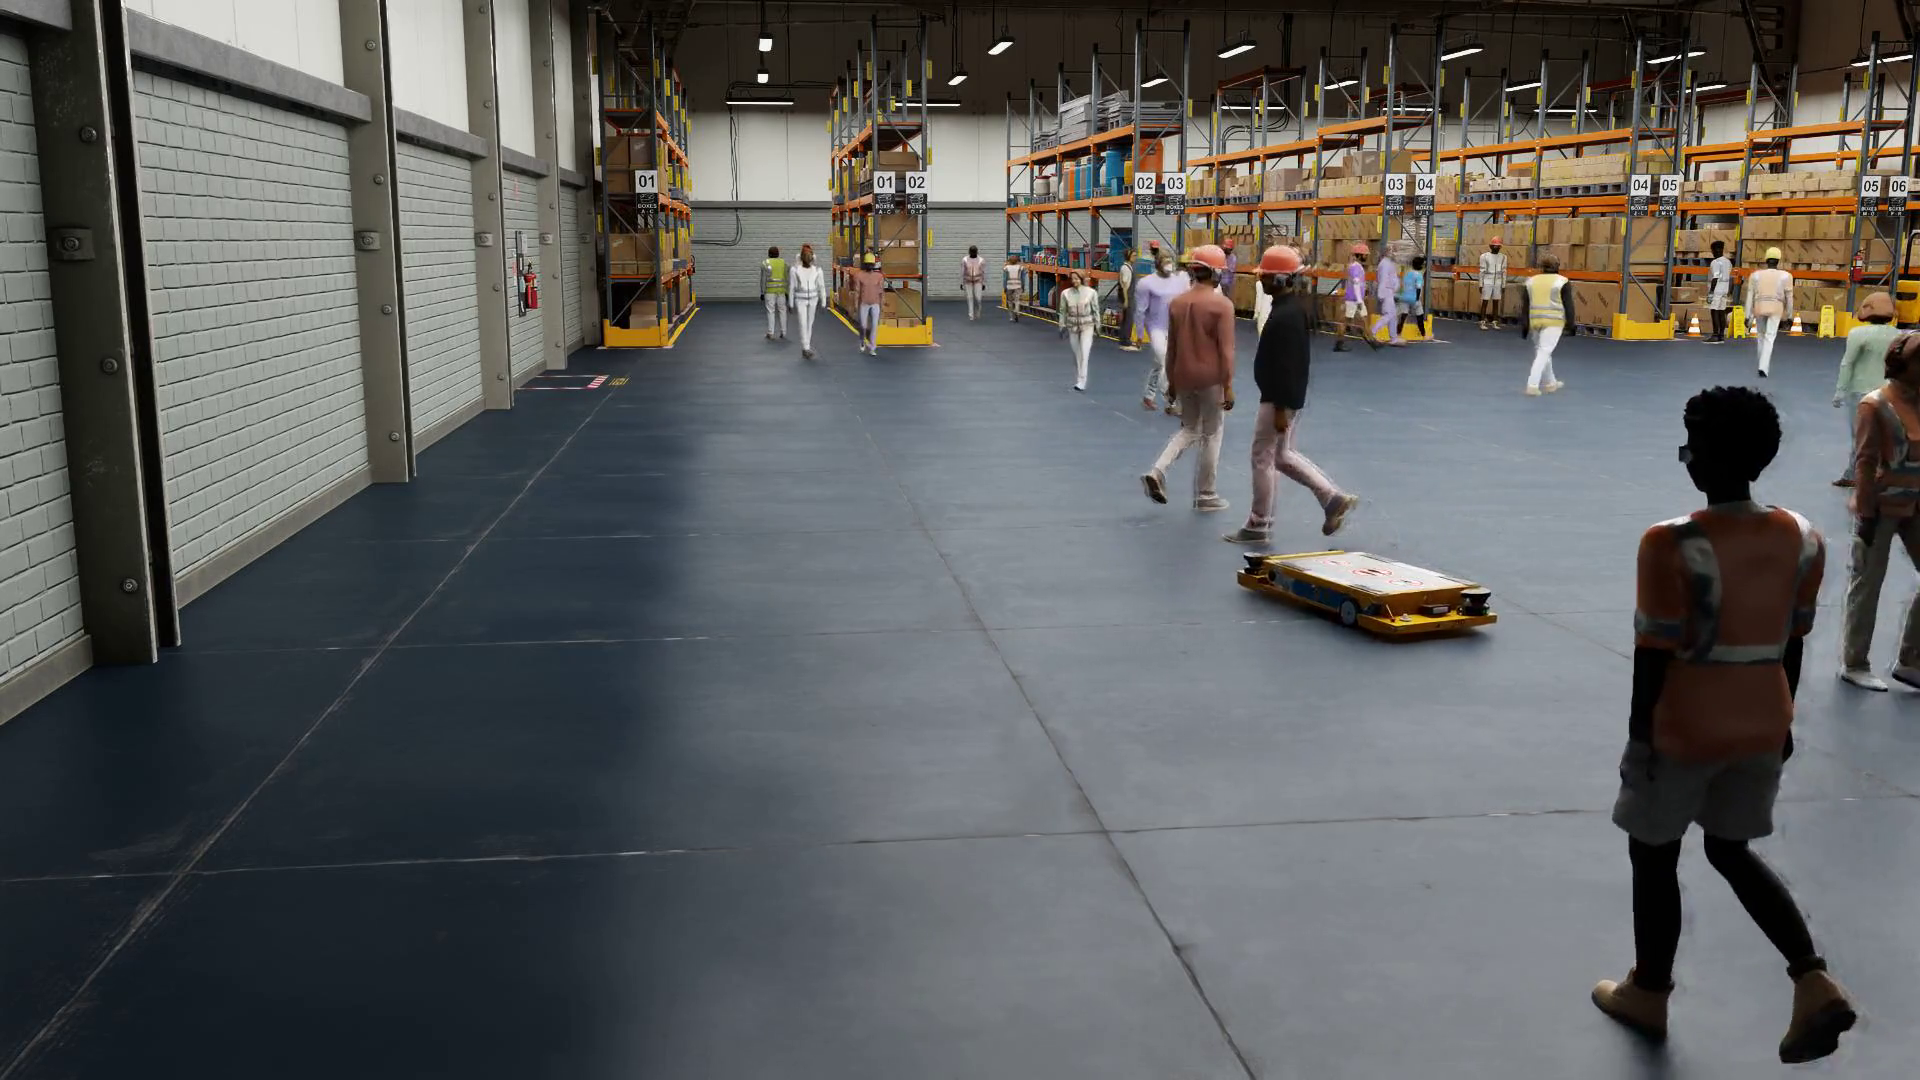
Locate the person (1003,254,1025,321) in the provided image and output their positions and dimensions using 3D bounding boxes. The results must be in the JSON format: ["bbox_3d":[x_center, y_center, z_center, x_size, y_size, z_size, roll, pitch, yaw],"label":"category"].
[{"bbox_3d":[1.282,-6.020,39.742,0.515,1.616,0.631,1,10,5],"label":"person"}]

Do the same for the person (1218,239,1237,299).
[{"bbox_3d":[6.067,-5.966,38.477,0.934,1.973,0.697,-10,14,-42],"label":"person"}]

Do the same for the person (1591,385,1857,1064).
[{"bbox_3d":[1.862,0.467,4.026,0.535,1.679,0.602,-4,11,-19],"label":"person"}]

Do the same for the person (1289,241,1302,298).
[{"bbox_3d":[7.144,-5.471,35.900,0.625,1.934,0.364,-7,13,-35],"label":"person"}]

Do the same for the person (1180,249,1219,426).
[{"bbox_3d":[2.511,-2.132,17.685,0.444,1.890,0.652,3,11,16],"label":"person"}]

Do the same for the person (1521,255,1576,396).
[{"bbox_3d":[7.565,-2.752,21.383,0.978,1.795,0.620,-8,13,-37],"label":"person"}]

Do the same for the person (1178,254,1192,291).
[{"bbox_3d":[4.049,-4.387,30.519,0.894,1.723,0.537,4,11,20],"label":"person"}]

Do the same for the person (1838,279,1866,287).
[{"bbox_3d":[19.680,-5.549,36.608,0.543,1.830,0.915,0,10,-2],"label":"person"}]

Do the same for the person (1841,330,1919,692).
[{"bbox_3d":[4.172,-0.107,7.313,0.547,1.619,0.551,-3,11,-17],"label":"person"}]

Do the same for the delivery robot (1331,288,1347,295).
[{"bbox_3d":[11.389,-7.322,49.552,0.707,0.478,0.477,3,11,14],"label":"delivery robot"}]

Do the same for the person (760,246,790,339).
[{"bbox_3d":[-3.711,-4.951,33.284,0.634,1.840,0.429,-6,12,-30],"label":"person"}]

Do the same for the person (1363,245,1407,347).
[{"bbox_3d":[7.882,-4.479,30.612,0.834,1.873,0.694,2,10,10],"label":"person"}]

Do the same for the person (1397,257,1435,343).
[{"bbox_3d":[8.688,-4.574,31.724,0.882,1.633,0.530,-5,11,-25],"label":"person"}]

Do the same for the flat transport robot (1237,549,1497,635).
[{"bbox_3d":[2.178,0.255,9.050,0.652,0.197,1.431,-5,11,-23],"label":"flat transport robot"}]

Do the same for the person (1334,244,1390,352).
[{"bbox_3d":[7.079,-4.243,29.244,0.981,1.890,0.572,4,11,22],"label":"person"}]

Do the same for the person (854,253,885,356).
[{"bbox_3d":[-1.555,-4.039,28.504,0.543,1.751,0.434,-3,11,-14],"label":"person"}]

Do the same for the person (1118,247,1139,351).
[{"bbox_3d":[3.013,-4.280,29.591,0.400,1.837,0.524,2,10,10],"label":"person"}]

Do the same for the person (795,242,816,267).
[{"bbox_3d":[-4.378,-7.469,47.006,0.615,1.867,0.441,2,10,8],"label":"person"}]

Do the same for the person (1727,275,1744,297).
[{"bbox_3d":[20.928,-7.108,44.904,0.585,1.920,0.391,-1,10,-7],"label":"person"}]

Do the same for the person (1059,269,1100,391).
[{"bbox_3d":[1.558,-2.757,21.906,0.525,1.587,0.843,4,11,20],"label":"person"}]

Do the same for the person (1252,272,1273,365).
[{"bbox_3d":[4.833,-3.565,26.256,0.508,1.632,0.272,-7,13,-34],"label":"person"}]

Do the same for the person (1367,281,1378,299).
[{"bbox_3d":[9.925,-6.024,39.472,0.497,1.726,0.440,0,10,-3],"label":"person"}]

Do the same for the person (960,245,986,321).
[{"bbox_3d":[0.304,-6.180,40.056,0.638,1.825,0.456,1,10,3],"label":"person"}]

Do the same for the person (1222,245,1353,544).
[{"bbox_3d":[2.156,-0.934,10.892,0.746,1.978,0.626,4,11,20],"label":"person"}]

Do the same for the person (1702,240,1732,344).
[{"bbox_3d":[14.398,-4.711,31.642,0.609,1.958,0.400,-8,13,-38],"label":"person"}]

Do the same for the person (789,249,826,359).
[{"bbox_3d":[-2.552,-3.967,27.944,0.599,1.822,0.999,-4,11,-21],"label":"person"}]

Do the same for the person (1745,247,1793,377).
[{"bbox_3d":[11.809,-3.329,24.303,0.601,1.882,1.005,8,13,36],"label":"person"}]

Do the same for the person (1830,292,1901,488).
[{"bbox_3d":[7.240,-1.157,13.149,0.497,1.601,0.747,-4,11,-19],"label":"person"}]

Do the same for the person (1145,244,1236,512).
[{"bbox_3d":[1.726,-1.170,12.200,0.591,1.975,0.624,-8,13,-37],"label":"person"}]

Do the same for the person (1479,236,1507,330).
[{"bbox_3d":[11.563,-5.554,36.070,0.606,2.035,0.405,-1,10,-4],"label":"person"}]

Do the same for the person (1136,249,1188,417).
[{"bbox_3d":[2.323,-2.392,19.131,0.642,1.895,0.997,-5,11,-24],"label":"person"}]

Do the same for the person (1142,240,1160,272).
[{"bbox_3d":[4.653,-6.232,40.049,0.636,1.940,1.001,-1,10,-8],"label":"person"}]
